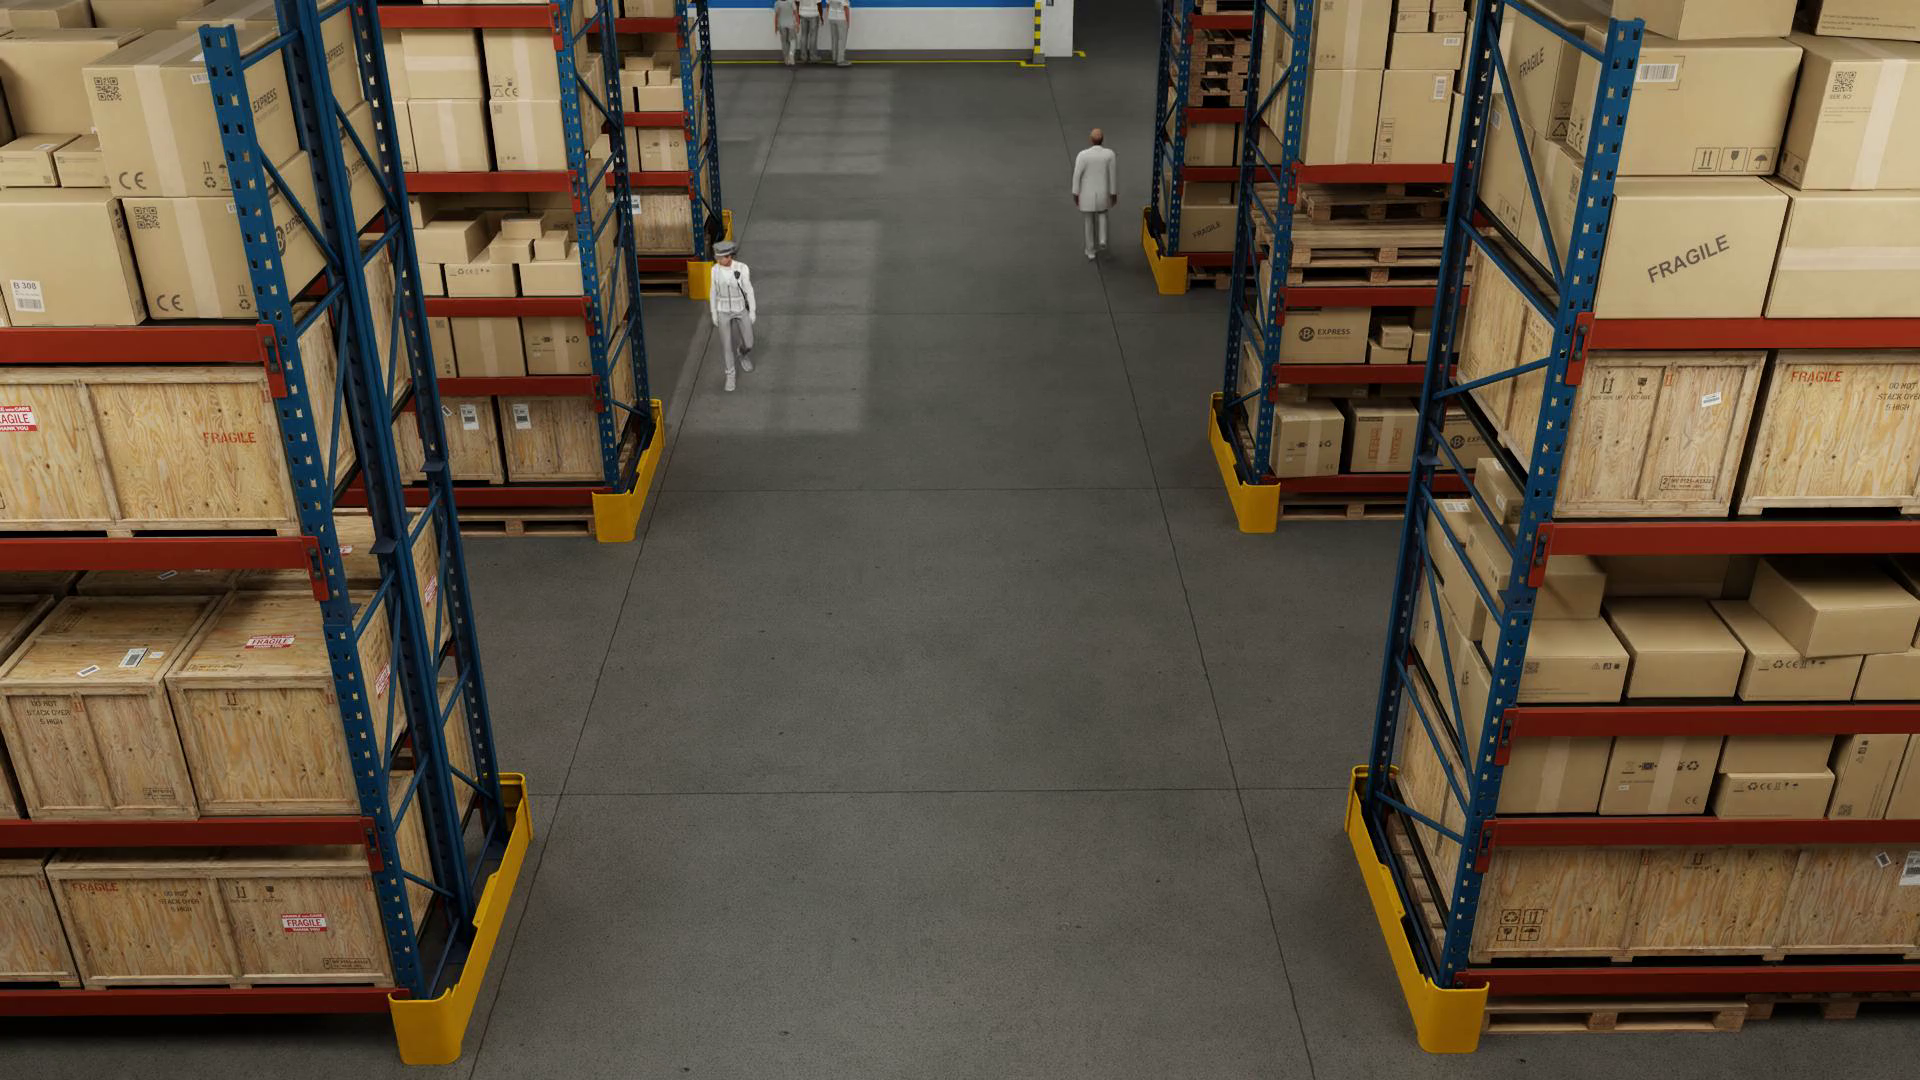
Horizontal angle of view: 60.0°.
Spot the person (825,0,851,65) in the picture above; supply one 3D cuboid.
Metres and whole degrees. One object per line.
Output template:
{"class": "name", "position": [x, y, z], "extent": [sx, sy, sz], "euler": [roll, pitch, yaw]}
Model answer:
{"class": "person", "position": [-2.415, -10.402, 33.207], "extent": [0.549, 1.777, 0.396], "euler": [18, 33, 29]}

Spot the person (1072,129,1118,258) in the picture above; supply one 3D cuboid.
{"class": "person", "position": [1.830, -4.734, 22.665], "extent": [0.625, 1.782, 0.508], "euler": [-3, 28, -6]}

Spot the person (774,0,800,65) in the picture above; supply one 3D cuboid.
{"class": "person", "position": [-3.454, -10.274, 33.168], "extent": [0.492, 1.621, 0.764], "euler": [-3, 28, -6]}

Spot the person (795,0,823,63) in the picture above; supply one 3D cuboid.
{"class": "person", "position": [-3.030, -10.549, 33.489], "extent": [0.593, 1.766, 0.347], "euler": [9, 30, 16]}

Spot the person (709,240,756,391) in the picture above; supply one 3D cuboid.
{"class": "person", "position": [-2.563, -2.559, 18.756], "extent": [0.511, 1.674, 0.557], "euler": [-1, 28, -1]}
